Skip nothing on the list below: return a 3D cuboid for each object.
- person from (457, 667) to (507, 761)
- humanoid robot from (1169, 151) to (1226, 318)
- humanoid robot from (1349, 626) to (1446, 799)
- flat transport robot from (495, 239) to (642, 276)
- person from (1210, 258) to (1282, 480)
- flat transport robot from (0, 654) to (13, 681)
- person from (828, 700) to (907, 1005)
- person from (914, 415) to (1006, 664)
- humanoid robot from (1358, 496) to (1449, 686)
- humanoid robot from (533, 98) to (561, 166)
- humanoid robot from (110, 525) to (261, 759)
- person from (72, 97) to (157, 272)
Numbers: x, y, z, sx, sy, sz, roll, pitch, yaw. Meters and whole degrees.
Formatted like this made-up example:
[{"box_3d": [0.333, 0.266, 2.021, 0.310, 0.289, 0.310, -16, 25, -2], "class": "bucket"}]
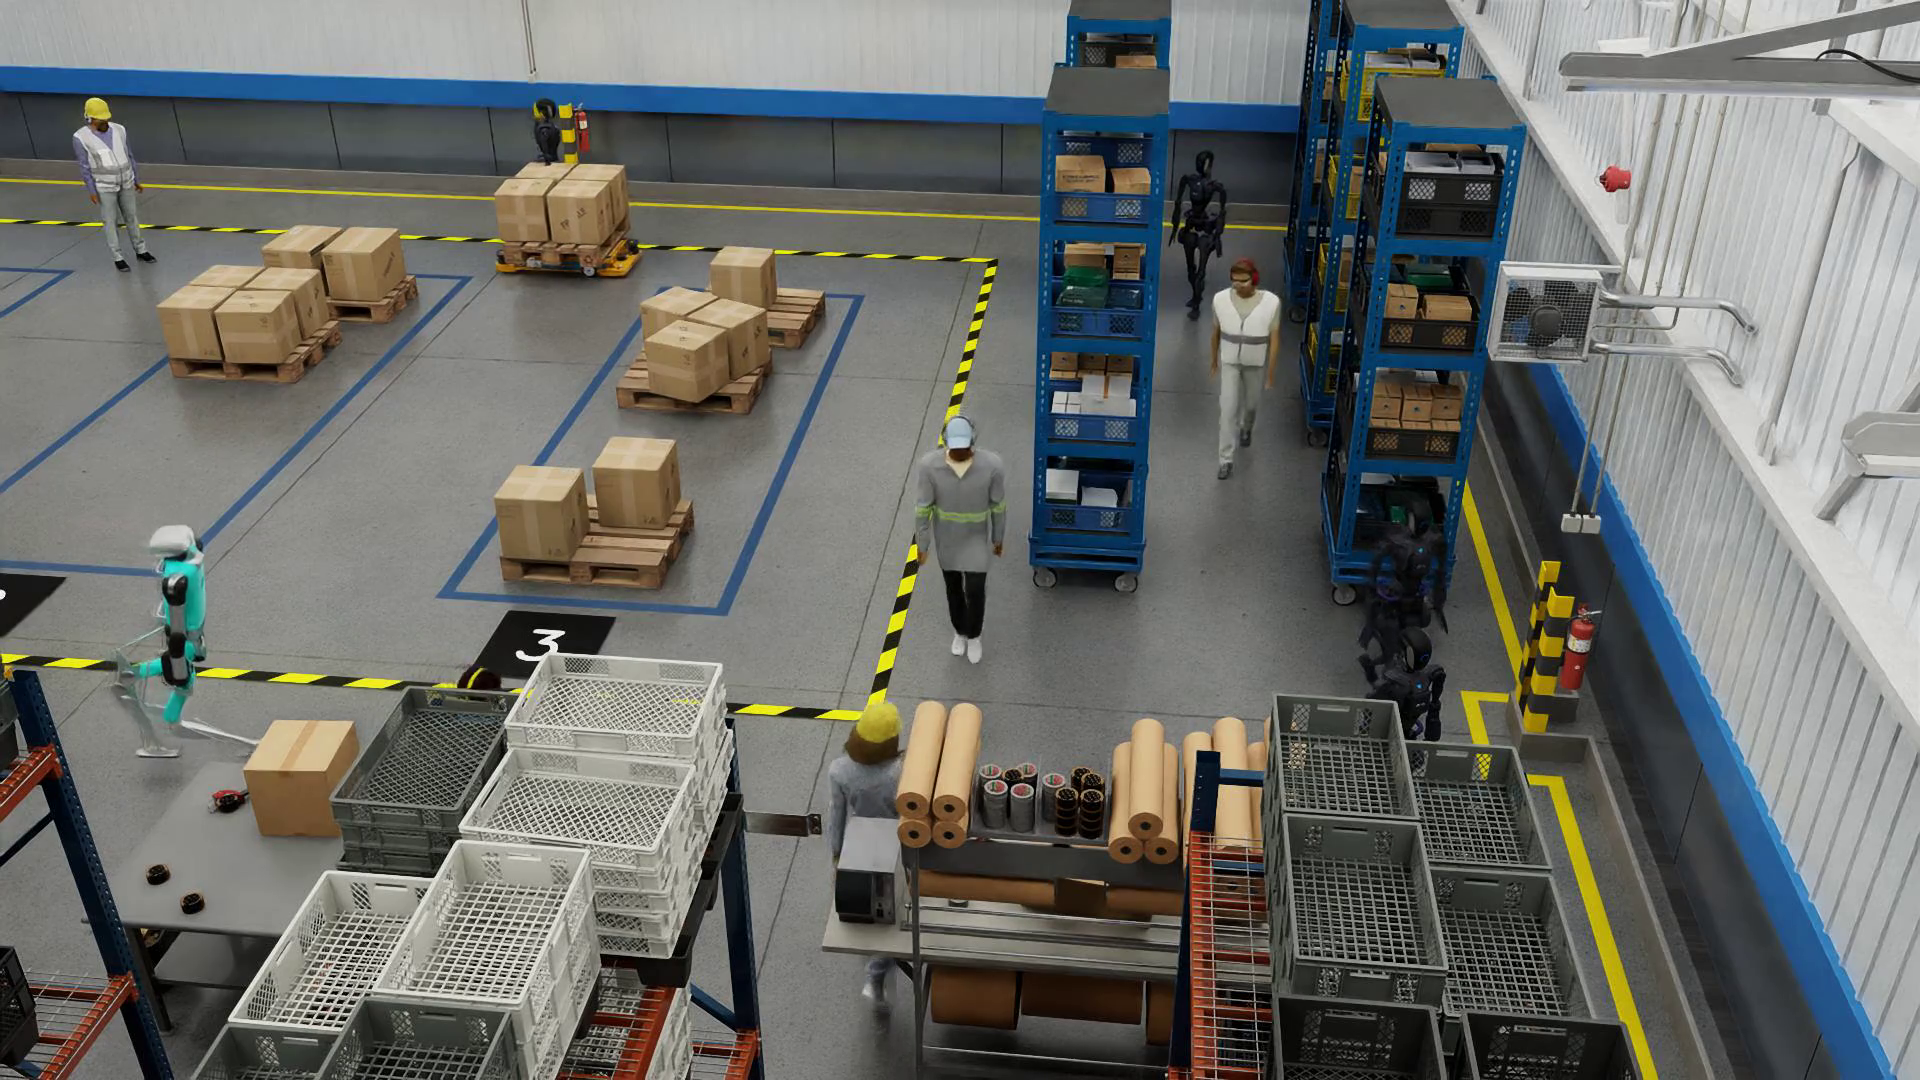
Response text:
[{"box_3d": [-2.395, 1.409, 8.692, 0.754, 1.841, 0.537, 5, 31, 8], "class": "person"}, {"box_3d": [2.344, -3.046, 16.517, 0.601, 1.636, 0.656, 19, 35, 29], "class": "humanoid robot"}, {"box_3d": [2.411, 1.185, 9.222, 0.599, 1.657, 0.315, -14, 33, -22], "class": "humanoid robot"}, {"box_3d": [-4.221, -3.080, 17.937, 1.431, 0.197, 0.652, 3, 30, 6], "class": "flat transport robot"}, {"box_3d": [2.320, -1.468, 13.675, 0.563, 1.804, 0.844, 6, 31, 11], "class": "person"}, {"box_3d": [-7.142, 0.969, 11.010, 1.431, 0.231, 0.659, 3, 30, 6], "class": "flat transport robot"}, {"box_3d": [-0.430, 1.571, 8.537, 0.487, 1.711, 0.784, 7, 31, 11], "class": "person"}, {"box_3d": [-0.010, 0.011, 11.095, 0.605, 1.830, 0.566, 3, 30, 5], "class": "person"}, {"box_3d": [2.795, 0.417, 10.619, 0.596, 1.650, 0.786, -9, 31, -15], "class": "humanoid robot"}, {"box_3d": [-4.481, -4.026, 18.232, 0.794, 1.623, 0.596, -2, 30, -3], "class": "humanoid robot"}, {"box_3d": [-4.816, 0.710, 10.014, 1.056, 1.728, 0.554, -5, 31, -8], "class": "humanoid robot"}, {"box_3d": [-8.955, -3.773, 17.603, 0.404, 1.827, 0.586, 20, 36, 30], "class": "person"}]
